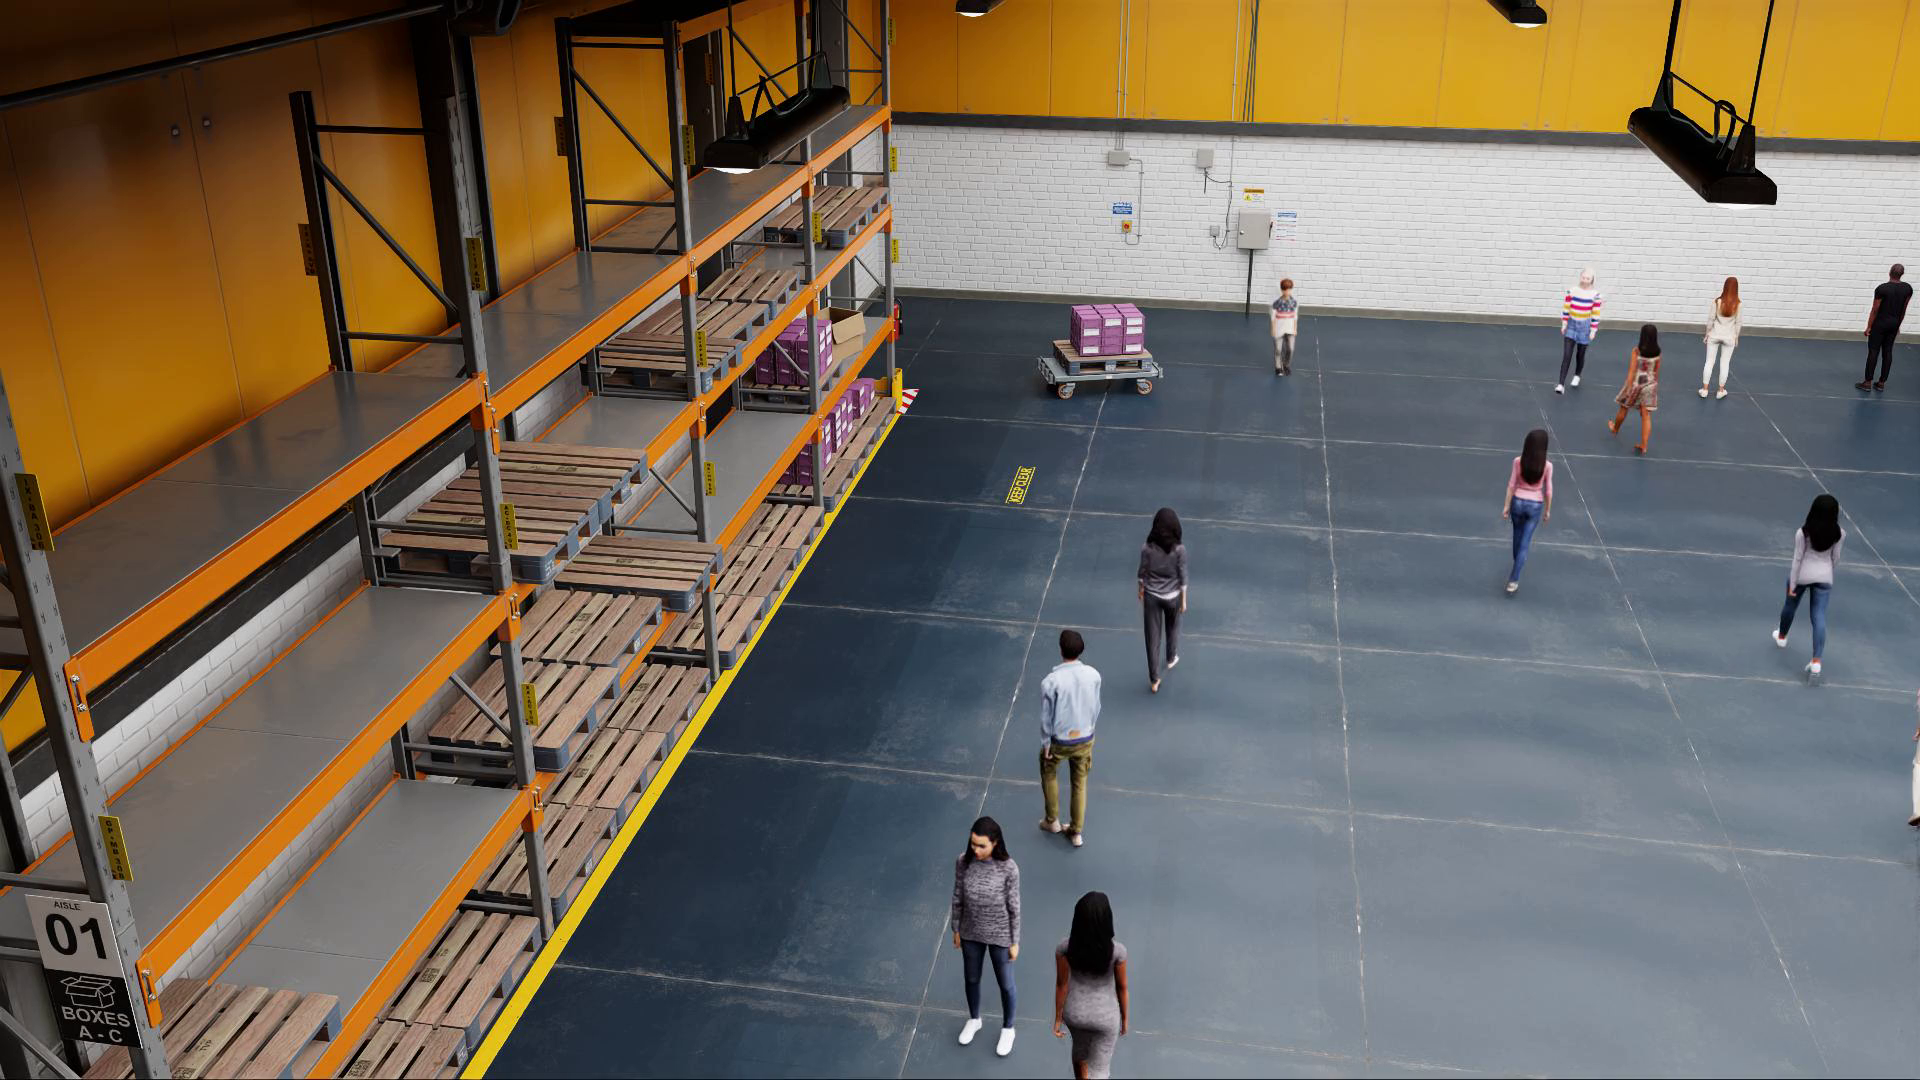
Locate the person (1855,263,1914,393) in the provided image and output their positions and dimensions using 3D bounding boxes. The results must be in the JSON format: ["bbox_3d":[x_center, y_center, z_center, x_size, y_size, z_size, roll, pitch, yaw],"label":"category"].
[{"bbox_3d":[12.980,-2.987,23.331,0.706,1.820,0.629,-1,24,-1],"label":"person"}]

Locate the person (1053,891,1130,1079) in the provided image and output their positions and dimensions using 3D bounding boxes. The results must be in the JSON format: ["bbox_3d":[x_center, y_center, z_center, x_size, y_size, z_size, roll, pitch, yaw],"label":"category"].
[{"bbox_3d":[0.769,2.927,9.890,0.599,1.749,1.063,5,24,11],"label":"person"}]

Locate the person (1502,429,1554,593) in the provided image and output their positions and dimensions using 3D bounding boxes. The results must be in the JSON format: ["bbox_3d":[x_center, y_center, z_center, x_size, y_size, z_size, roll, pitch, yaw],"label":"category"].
[{"bbox_3d":[5.876,-0.280,17.298,0.871,1.694,1.219,13,27,27],"label":"person"}]

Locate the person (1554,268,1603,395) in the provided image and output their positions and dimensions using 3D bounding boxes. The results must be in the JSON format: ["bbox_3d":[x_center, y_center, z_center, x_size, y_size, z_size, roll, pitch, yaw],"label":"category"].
[{"bbox_3d":[8.701,-2.935,23.293,0.941,1.756,1.220,14,27,29],"label":"person"}]

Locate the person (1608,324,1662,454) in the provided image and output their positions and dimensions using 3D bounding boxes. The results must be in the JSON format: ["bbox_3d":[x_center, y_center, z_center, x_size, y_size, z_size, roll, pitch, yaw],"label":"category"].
[{"bbox_3d":[8.682,-1.894,21.111,0.858,1.595,1.202,-3,24,-7],"label":"person"}]

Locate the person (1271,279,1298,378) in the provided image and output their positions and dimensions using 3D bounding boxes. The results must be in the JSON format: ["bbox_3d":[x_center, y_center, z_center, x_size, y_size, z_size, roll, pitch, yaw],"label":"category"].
[{"bbox_3d":[4.673,-3.088,24.050,0.580,1.429,0.580,0,24,-1],"label":"person"}]

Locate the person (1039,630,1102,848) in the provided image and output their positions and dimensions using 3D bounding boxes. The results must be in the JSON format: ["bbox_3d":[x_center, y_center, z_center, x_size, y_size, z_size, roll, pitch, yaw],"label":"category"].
[{"bbox_3d":[0.878,1.581,12.912,0.802,1.797,0.823,-6,24,-14],"label":"person"}]

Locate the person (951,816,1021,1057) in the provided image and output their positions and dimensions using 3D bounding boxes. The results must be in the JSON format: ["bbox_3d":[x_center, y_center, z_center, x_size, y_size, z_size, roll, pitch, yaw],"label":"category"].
[{"bbox_3d":[0.186,2.537,10.807,0.651,1.731,0.579,8,25,18],"label":"person"}]

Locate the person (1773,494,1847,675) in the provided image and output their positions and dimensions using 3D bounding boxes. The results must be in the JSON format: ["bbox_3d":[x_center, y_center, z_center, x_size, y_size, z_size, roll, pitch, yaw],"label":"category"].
[{"bbox_3d":[8.050,0.446,15.640,0.617,1.691,1.188,4,24,10],"label":"person"}]

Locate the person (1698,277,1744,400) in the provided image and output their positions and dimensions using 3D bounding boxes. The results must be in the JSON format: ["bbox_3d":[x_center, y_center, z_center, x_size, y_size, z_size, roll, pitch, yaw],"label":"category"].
[{"bbox_3d":[10.564,-2.807,23.052,0.661,1.713,0.637,11,26,23],"label":"person"}]

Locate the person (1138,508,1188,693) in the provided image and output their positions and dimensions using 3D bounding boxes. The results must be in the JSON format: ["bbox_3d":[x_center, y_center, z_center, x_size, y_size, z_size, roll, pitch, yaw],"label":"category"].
[{"bbox_3d":[1.843,0.589,15.254,0.640,1.738,0.928,5,24,11],"label":"person"}]
